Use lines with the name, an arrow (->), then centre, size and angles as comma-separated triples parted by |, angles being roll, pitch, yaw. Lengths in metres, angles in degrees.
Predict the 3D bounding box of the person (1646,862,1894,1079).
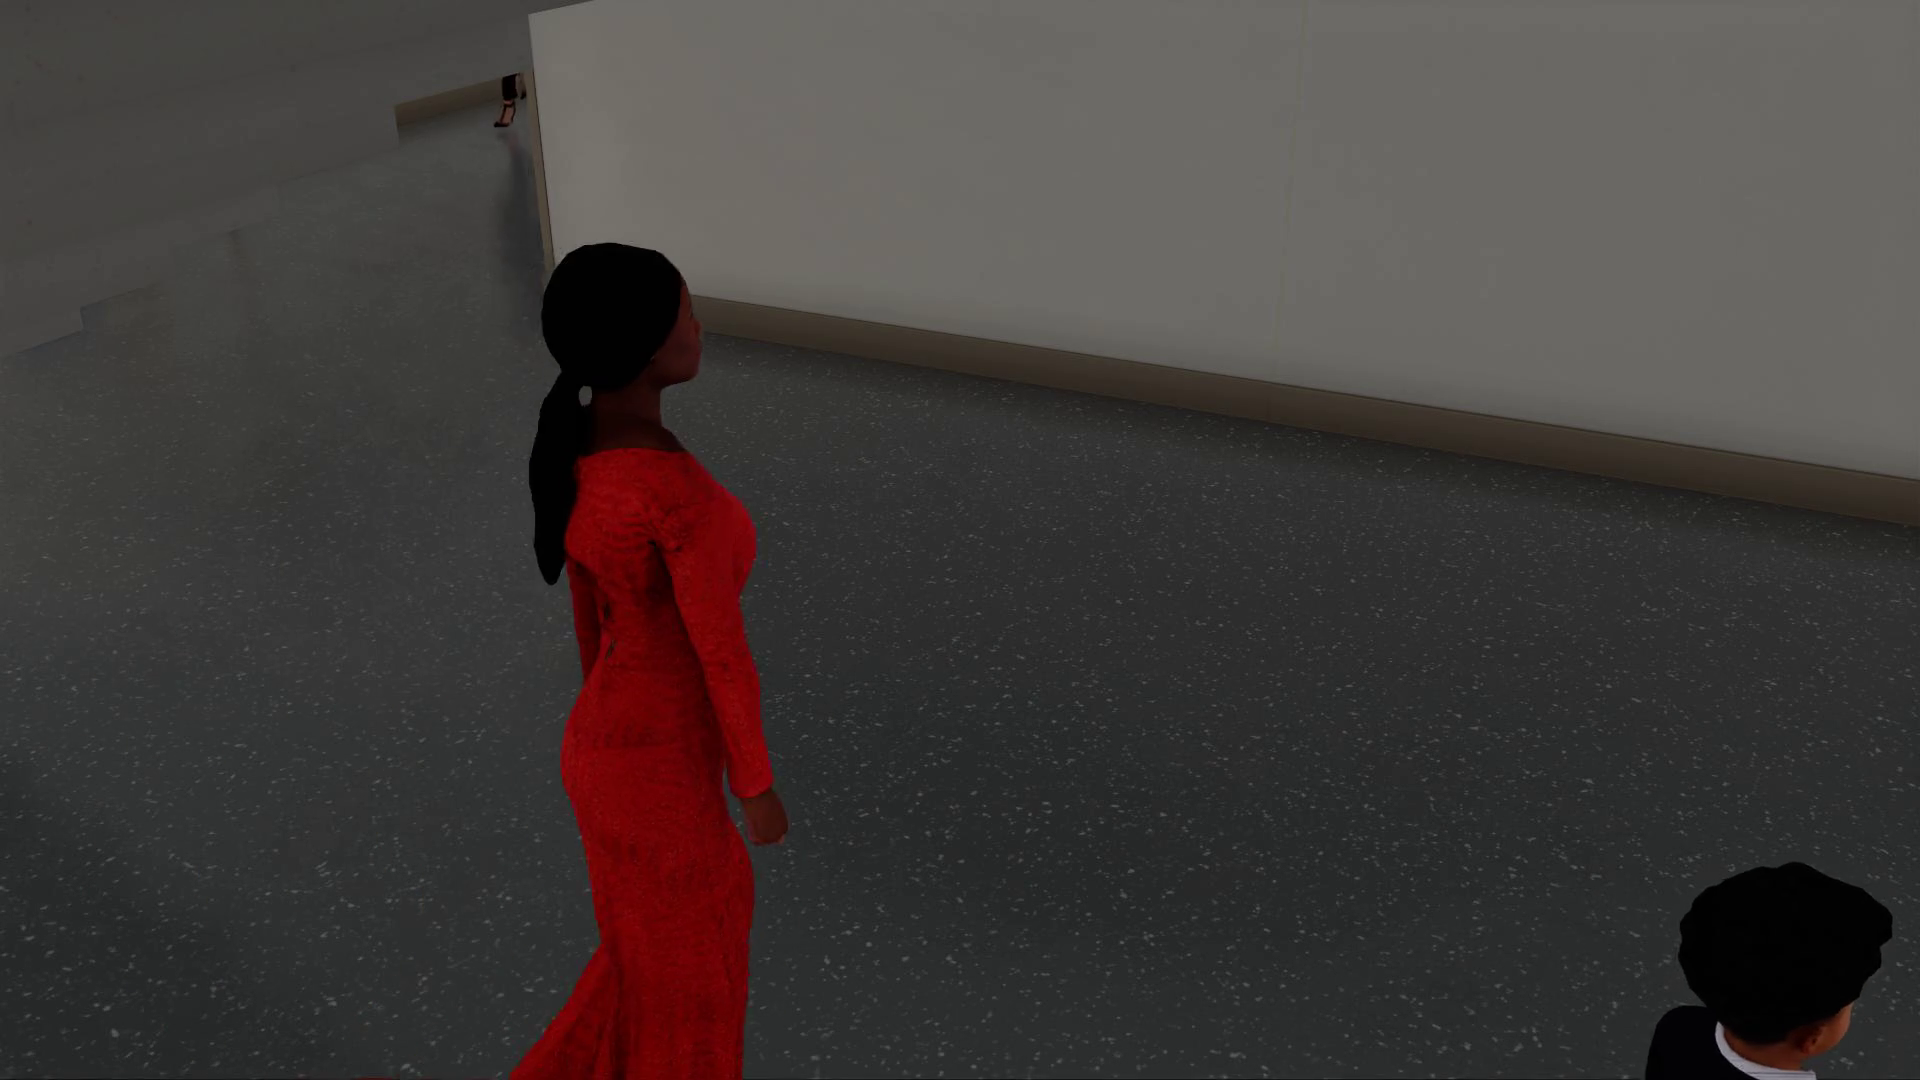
person -> 0.974, 0.958, 2.188 | 0.622, 1.224, 0.584 | -4, 26, -8

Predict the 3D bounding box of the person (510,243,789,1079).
person -> -0.568, 0.415, 2.678 | 0.850, 1.775, 0.796 | -14, 29, -27
